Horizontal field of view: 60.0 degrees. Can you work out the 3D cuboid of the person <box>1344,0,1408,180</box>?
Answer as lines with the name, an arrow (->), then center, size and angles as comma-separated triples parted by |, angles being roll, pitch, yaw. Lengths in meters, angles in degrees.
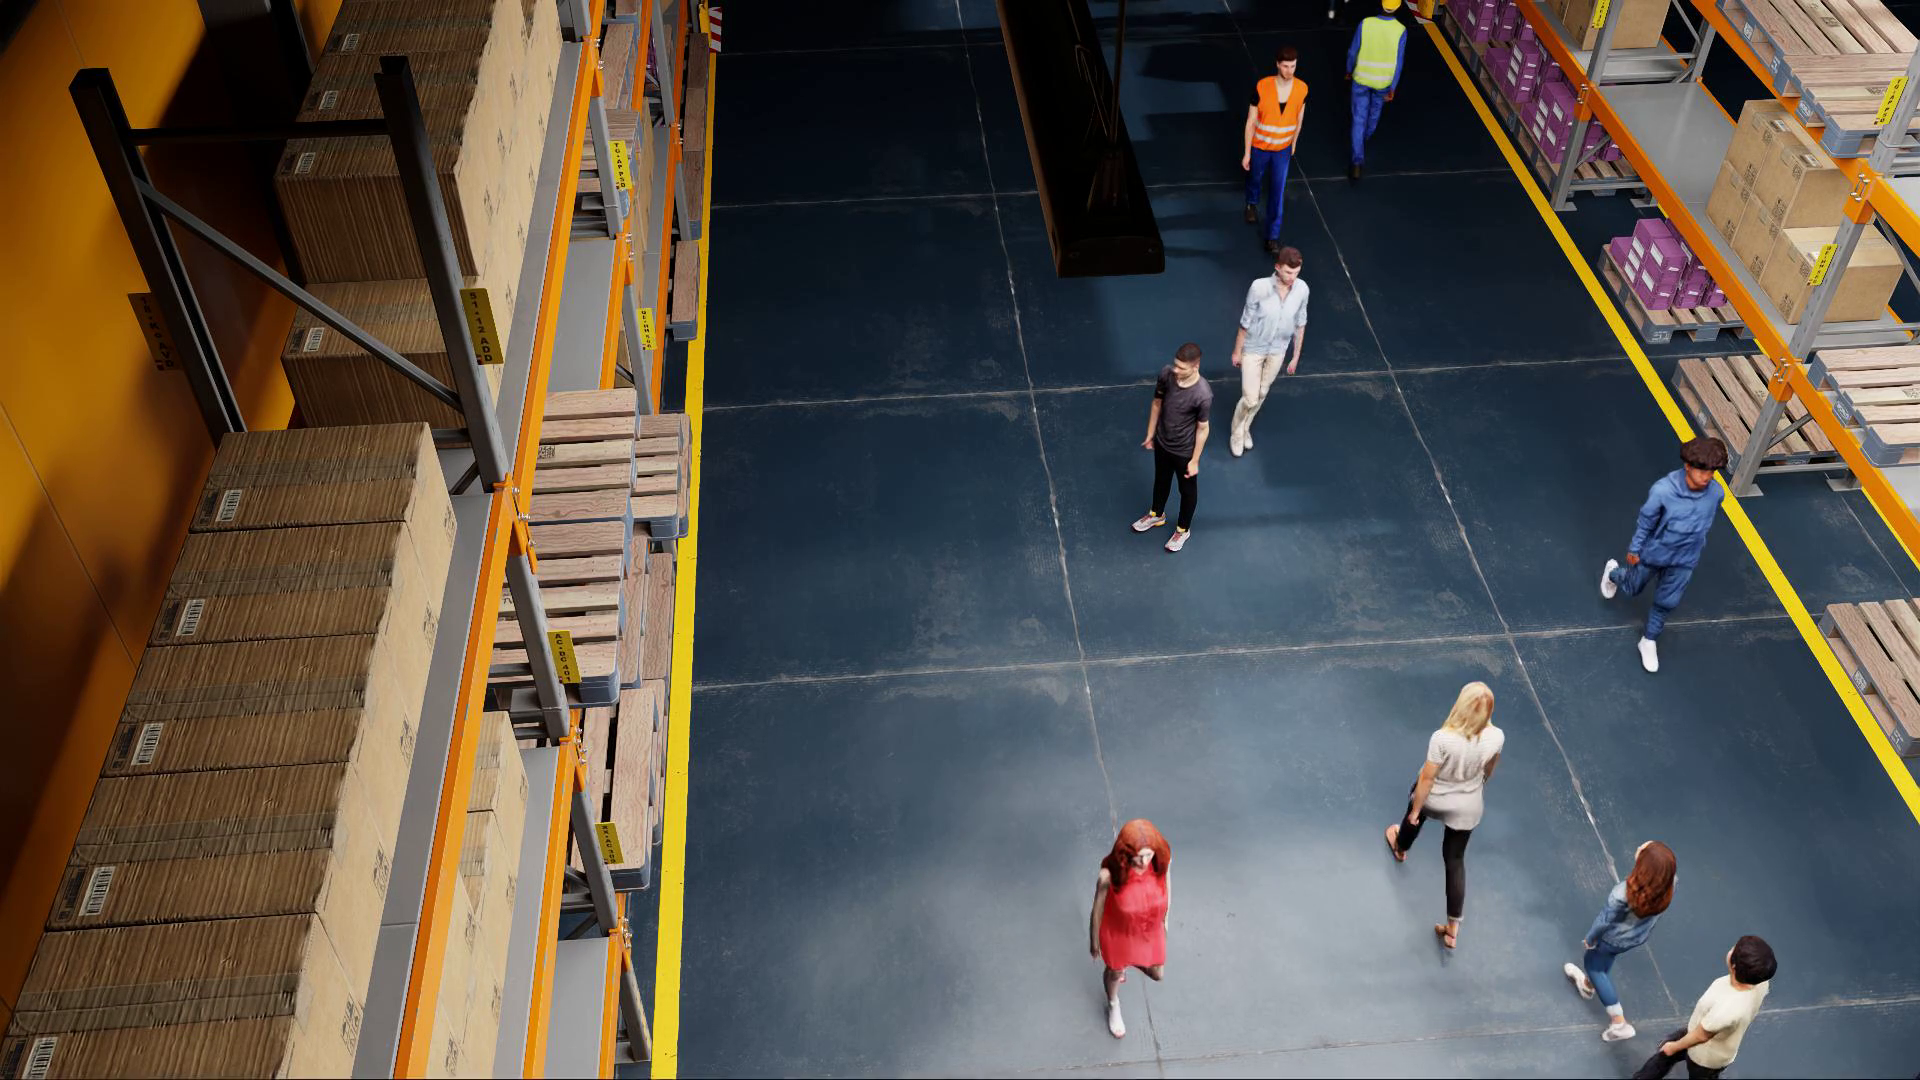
person -> 3.814, -4.221, 15.458 | 0.825, 1.772, 1.287 | 5, 44, 5

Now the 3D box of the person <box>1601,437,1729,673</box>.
person -> 4.657, -0.009, 11.026 | 0.740, 1.787, 1.060 | 0, 44, 0

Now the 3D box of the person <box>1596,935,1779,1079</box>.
person -> 3.882, 2.590, 8.462 | 0.929, 1.560, 0.902 | 23, 48, 22

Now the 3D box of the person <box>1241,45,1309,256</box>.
person -> 2.716, -3.532, 14.687 | 0.778, 1.836, 1.262 | 1, 44, 1

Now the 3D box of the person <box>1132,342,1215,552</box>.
person -> 1.547, -0.688, 11.757 | 0.781, 1.760, 0.698 | -34, 53, -30

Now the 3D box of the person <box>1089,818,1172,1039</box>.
person -> 0.875, 2.009, 8.887 | 0.705, 1.815, 0.797 | -13, 45, -13

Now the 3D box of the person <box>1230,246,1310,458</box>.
person -> 2.285, -1.494, 12.554 | 0.695, 1.828, 0.679 | -5, 44, -6

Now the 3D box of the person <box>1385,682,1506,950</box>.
person -> 2.794, 1.556, 9.384 | 0.622, 1.785, 1.167 | -3, 44, -3

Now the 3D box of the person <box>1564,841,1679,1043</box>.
person -> 3.618, 2.168, 8.977 | 0.694, 1.461, 0.884 | -14, 45, -14
